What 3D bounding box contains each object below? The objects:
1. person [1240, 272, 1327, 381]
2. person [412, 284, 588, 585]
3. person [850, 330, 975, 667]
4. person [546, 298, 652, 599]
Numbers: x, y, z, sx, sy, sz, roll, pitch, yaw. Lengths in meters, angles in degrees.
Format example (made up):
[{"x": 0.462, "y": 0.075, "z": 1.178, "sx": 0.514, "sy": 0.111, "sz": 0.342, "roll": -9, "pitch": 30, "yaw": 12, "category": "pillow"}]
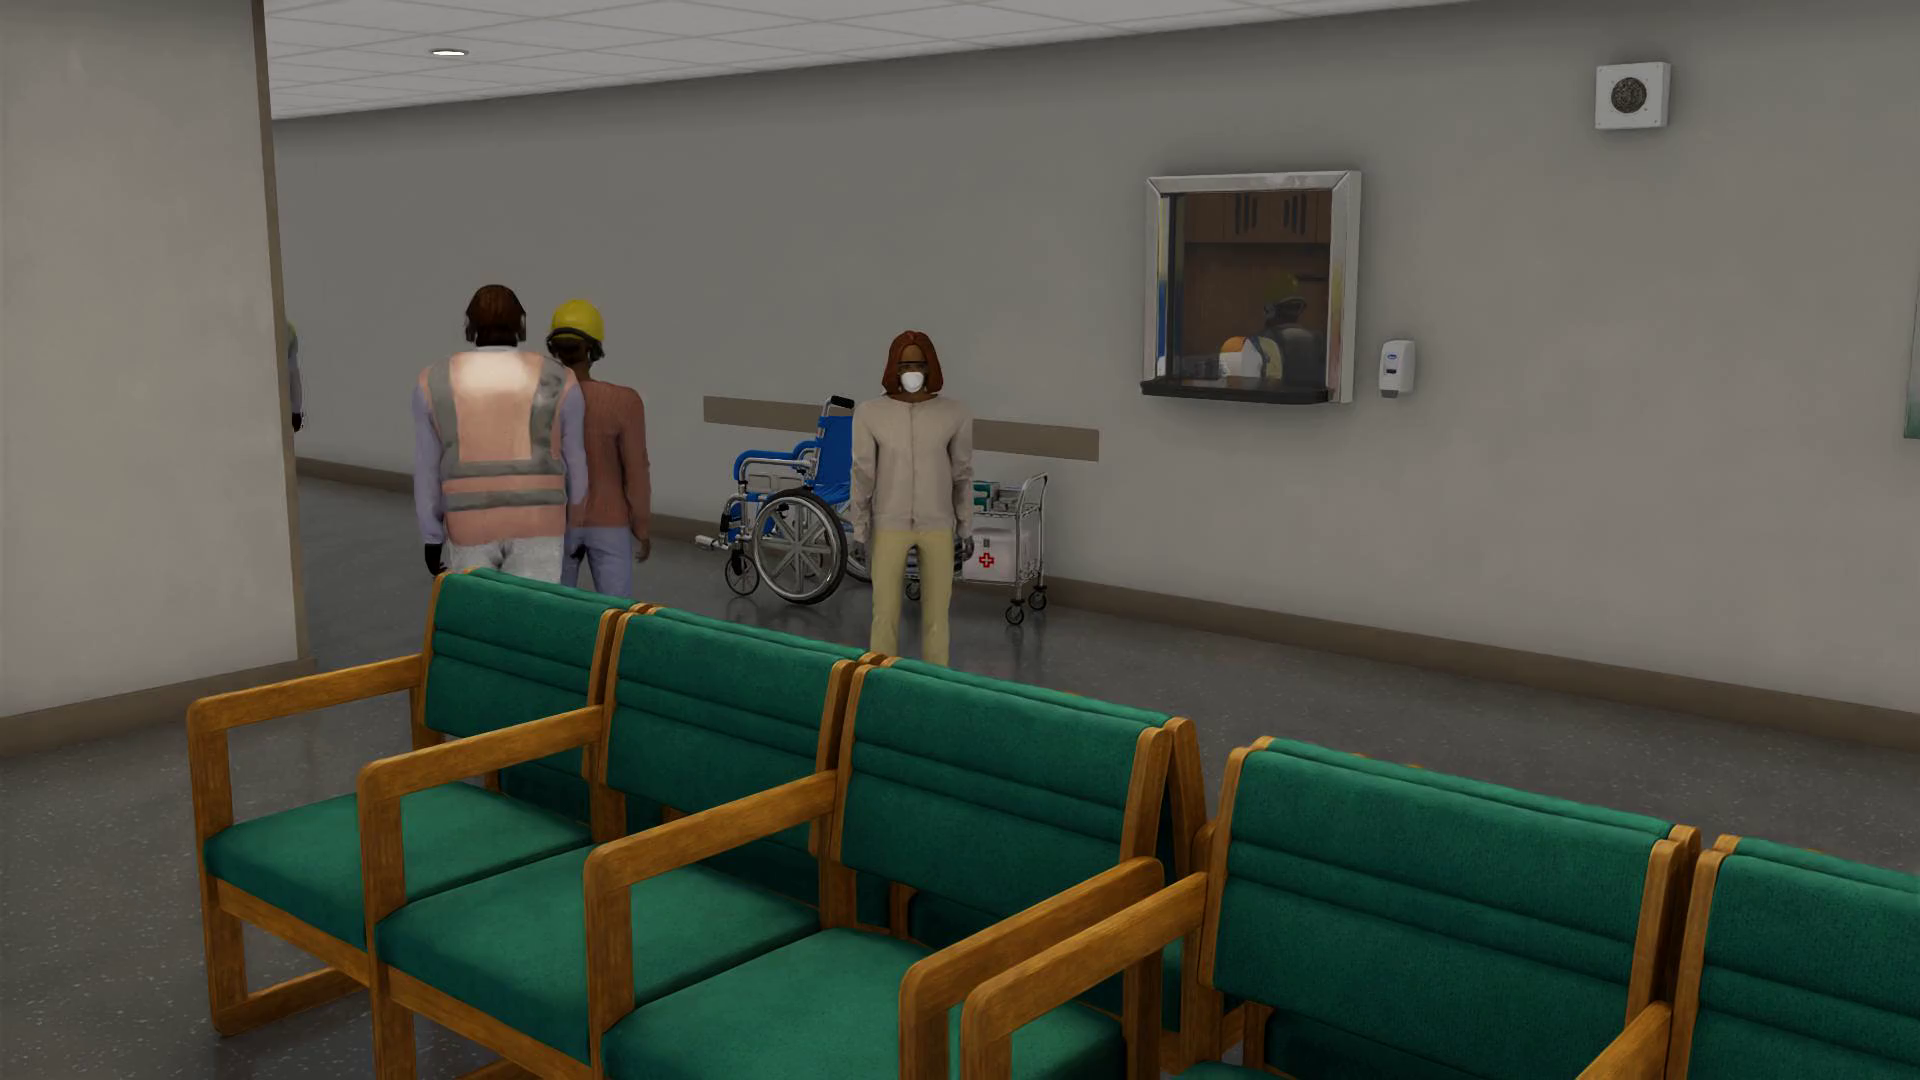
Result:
[{"x": 1.781, "y": -0.572, "z": 9.298, "sx": 0.595, "sy": 1.827, "sz": 0.403, "roll": -5, "pitch": 11, "yaw": -26, "category": "person"}, {"x": -1.709, "y": -0.043, "z": 6.278, "sx": 0.630, "sy": 1.823, "sz": 0.443, "roll": -1, "pitch": 10, "yaw": -8, "category": "person"}, {"x": -0.190, "y": -0.030, "z": 6.747, "sx": 0.509, "sy": 1.631, "sz": 0.269, "roll": -1, "pitch": 10, "yaw": -8, "category": "person"}, {"x": -1.461, "y": -0.046, "z": 6.465, "sx": 0.532, "sy": 1.767, "sz": 0.325, "roll": -1, "pitch": 10, "yaw": -6, "category": "person"}]
